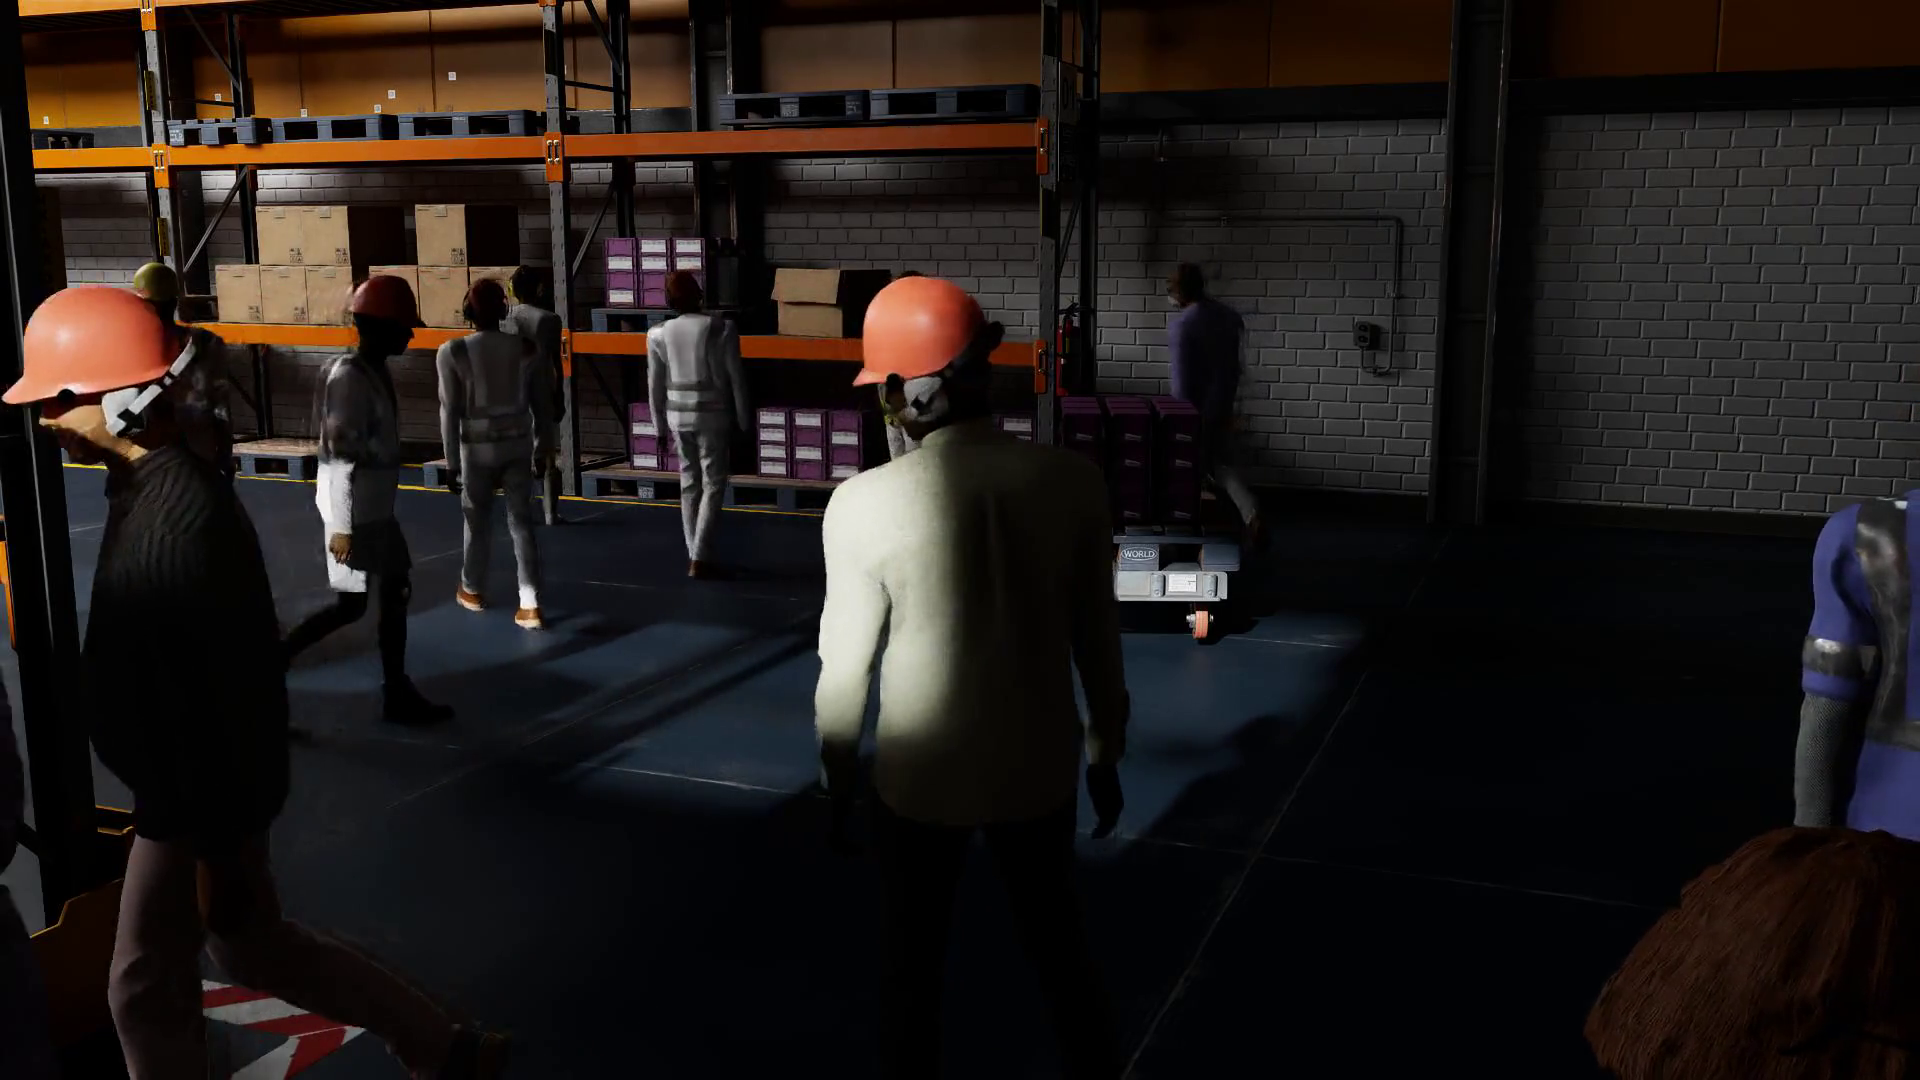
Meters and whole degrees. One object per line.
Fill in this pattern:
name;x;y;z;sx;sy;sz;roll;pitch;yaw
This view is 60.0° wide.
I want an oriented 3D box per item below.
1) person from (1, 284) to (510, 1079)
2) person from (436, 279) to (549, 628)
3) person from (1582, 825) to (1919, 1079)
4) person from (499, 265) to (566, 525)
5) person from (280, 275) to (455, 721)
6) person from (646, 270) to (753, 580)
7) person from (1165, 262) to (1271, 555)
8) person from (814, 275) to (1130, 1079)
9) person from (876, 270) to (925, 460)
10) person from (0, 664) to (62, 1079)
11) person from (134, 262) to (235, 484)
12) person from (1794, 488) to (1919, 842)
person;-1.390;0.473;3.294;0.862;1.952;0.654;-4;11;-23
person;-2.480;-0.471;8.885;0.590;1.830;0.963;-5;11;-27
person;0.569;0.997;1.239;0.285;1.632;0.499;-1;10;-7
person;-3.077;-1.020;11.874;0.503;1.859;0.329;-3;11;-16
person;-2.572;-0.138;6.857;0.800;1.902;0.560;0;10;-3
person;-1.571;-0.682;10.038;0.606;1.872;0.457;3;11;14
person;1.606;-0.790;10.469;0.695;1.897;0.709;-10;14;-43
person;0.031;0.458;3.370;0.654;1.968;0.416;-4;11;-22
person;-0.304;-0.749;10.379;0.429;1.844;0.633;-6;12;-30
person;-1.744;0.629;2.612;0.671;1.874;0.656;6;12;29
person;-4.061;-0.462;8.589;0.581;1.919;0.392;-4;11;-20
person;1.775;0.536;2.962;0.552;1.935;0.374;5;11;24
